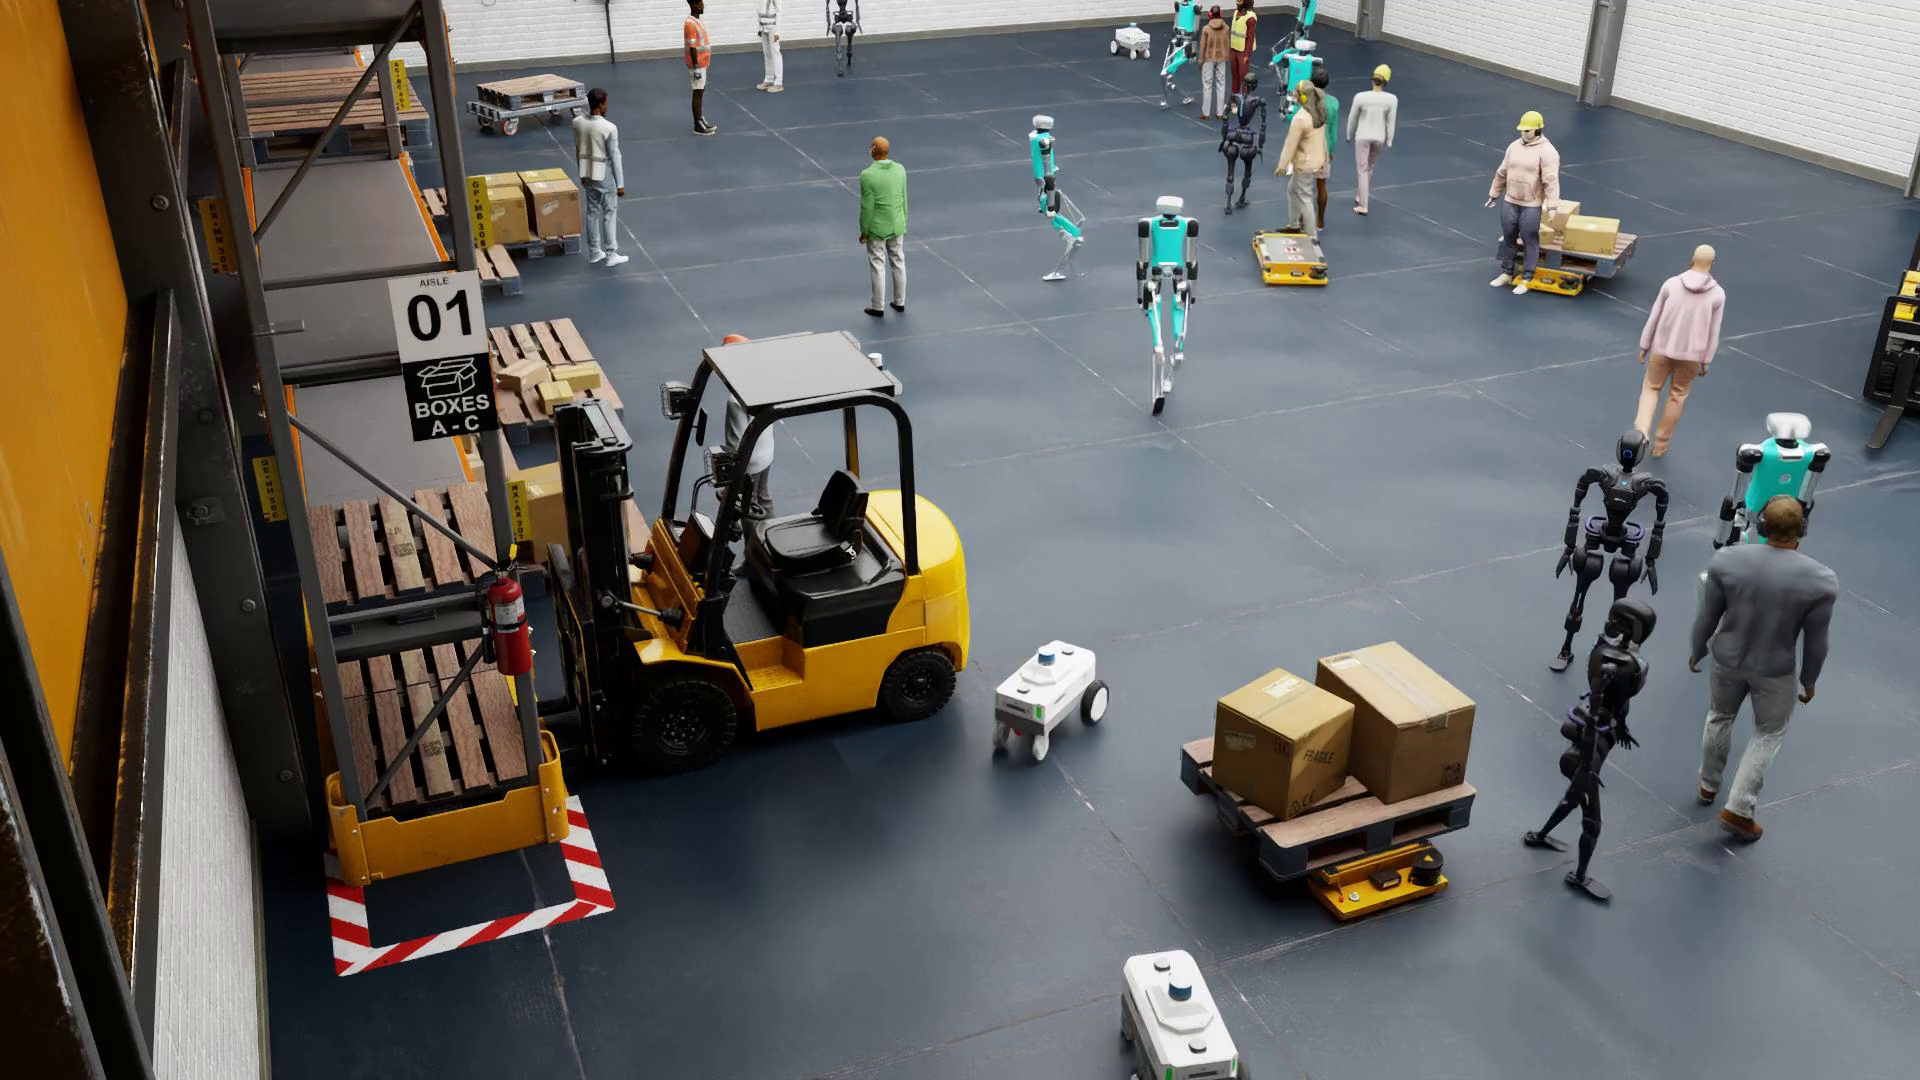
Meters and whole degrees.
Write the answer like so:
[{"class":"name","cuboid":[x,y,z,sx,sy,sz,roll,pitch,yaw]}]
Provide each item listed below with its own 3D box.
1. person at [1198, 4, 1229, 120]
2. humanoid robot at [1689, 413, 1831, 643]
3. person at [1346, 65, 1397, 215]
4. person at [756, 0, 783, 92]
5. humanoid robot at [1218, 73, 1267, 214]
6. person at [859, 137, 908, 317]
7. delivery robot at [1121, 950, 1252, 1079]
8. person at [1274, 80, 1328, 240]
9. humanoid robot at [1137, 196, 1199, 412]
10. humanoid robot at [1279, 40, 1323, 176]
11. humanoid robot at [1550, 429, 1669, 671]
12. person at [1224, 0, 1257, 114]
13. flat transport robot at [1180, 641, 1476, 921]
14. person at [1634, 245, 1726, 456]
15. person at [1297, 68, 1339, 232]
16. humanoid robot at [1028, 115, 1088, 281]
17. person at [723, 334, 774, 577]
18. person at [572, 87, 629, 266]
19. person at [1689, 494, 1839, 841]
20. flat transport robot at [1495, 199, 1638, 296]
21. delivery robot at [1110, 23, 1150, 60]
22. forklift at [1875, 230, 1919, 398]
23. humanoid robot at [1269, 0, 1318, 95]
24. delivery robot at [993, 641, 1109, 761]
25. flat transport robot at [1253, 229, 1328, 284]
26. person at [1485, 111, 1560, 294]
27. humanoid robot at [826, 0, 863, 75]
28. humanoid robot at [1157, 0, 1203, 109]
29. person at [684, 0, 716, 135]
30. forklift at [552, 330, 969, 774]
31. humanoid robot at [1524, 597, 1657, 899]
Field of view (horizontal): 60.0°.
[{"class":"person","cuboid":[3.715,-6.988,24.363,0.452,1.641,0.326,-5,27,-9]},{"class":"humanoid robot","cuboid":[4.945,-0.029,10.497,0.537,1.837,0.778,1,27,1]},{"class":"person","cuboid":[4.904,-4.825,19.962,0.528,1.725,0.754,-1,27,-3]},{"class":"person","cuboid":[-3.002,-8.018,26.141,0.356,1.882,0.572,-19,32,-32]},{"class":"humanoid robot","cuboid":[3.375,-4.767,19.921,0.603,1.636,0.553,15,31,28]},{"class":"person","cuboid":[-0.759,-3.091,16.451,0.538,1.784,0.384,-17,32,-31]},{"class":"delivery robot","cuboid":[0.958,2.168,7.347,0.499,0.585,0.765,-5,27,-10]},{"class":"person","cuboid":[3.782,-4.230,18.643,0.743,1.845,0.572,19,33,33]},{"class":"humanoid robot","cuboid":[1.786,-1.981,14.344,0.549,1.815,0.883,1,27,3]},{"class":"humanoid robot","cuboid":[4.442,-5.532,21.451,0.551,1.874,0.822,15,30,27]},{"class":"humanoid robot","cuboid":[4.006,0.088,10.228,0.599,1.657,0.315,12,29,22]},{"class":"person","cuboid":[4.194,-7.276,24.785,0.378,1.775,0.466,-13,29,-23]},{"class":"flat transport robot","cuboid":[1.938,1.497,9.010,0.659,0.231,1.431,-11,29,-21]},{"class":"person","cuboid":[5.684,-1.447,13.208,0.565,1.756,0.589,13,29,24]},{"class":"person","cuboid":[4.075,-4.466,19.113,0.506,1.847,0.376,-3,27,-6]},{"class":"humanoid robot","cuboid":[1.104,-3.510,17.452,0.811,1.882,0.547,-5,27,-9]},{"class":"person","cuboid":[-1.476,-0.585,11.516,0.351,1.738,0.572,7,28,14]},{"class":"person","cuboid":[-3.882,-3.902,17.930,0.598,1.907,0.400,14,30,26]},{"class":"person","cuboid":[4.225,0.655,8.856,0.650,1.914,0.590,17,31,30]},{"class":"flat transport robot","cuboid":[6.459,-2.923,17.801,0.659,0.231,1.431,16,31,29]},{"class":"delivery robot","cuboid":[2.992,-8.680,28.950,0.499,0.610,0.804,-11,29,-21]},{"class":"forklift","cuboid":[9.029,-2.397,14.618,1.214,2.155,2.313,18,32,32]},{"class":"humanoid robot","cuboid":[5.106,-7.682,25.736,0.771,1.867,0.544,14,30,25]},{"class":"delivery robot","cuboid":[0.520,0.910,9.880,0.499,0.614,0.815,16,31,29]},{"class":"flat transport robot","cuboid":[3.586,-3.076,18.107,0.659,0.231,1.431,2,27,3]},{"class":"person","cuboid":[5.839,-3.501,17.188,0.433,1.855,0.818,-19,33,-34]},{"class":"humanoid robot","cuboid":[-1.916,-8.542,27.478,0.611,1.628,0.790,-1,27,-1]},{"class":"humanoid robot","cuboid":[3.206,-7.323,24.972,1.013,1.771,0.541,-18,32,-32]},{"class":"person","cuboid":[-3.694,-6.743,23.513,0.363,1.965,0.611,0,27,-1]},{"class":"forklift","cuboid":[-1.094,0.010,9.831,2.313,2.155,1.214,-10,28,-20]},{"class":"humanoid robot","cuboid":[3.221,1.005,8.445,0.521,1.649,0.601,19,32,33]}]
